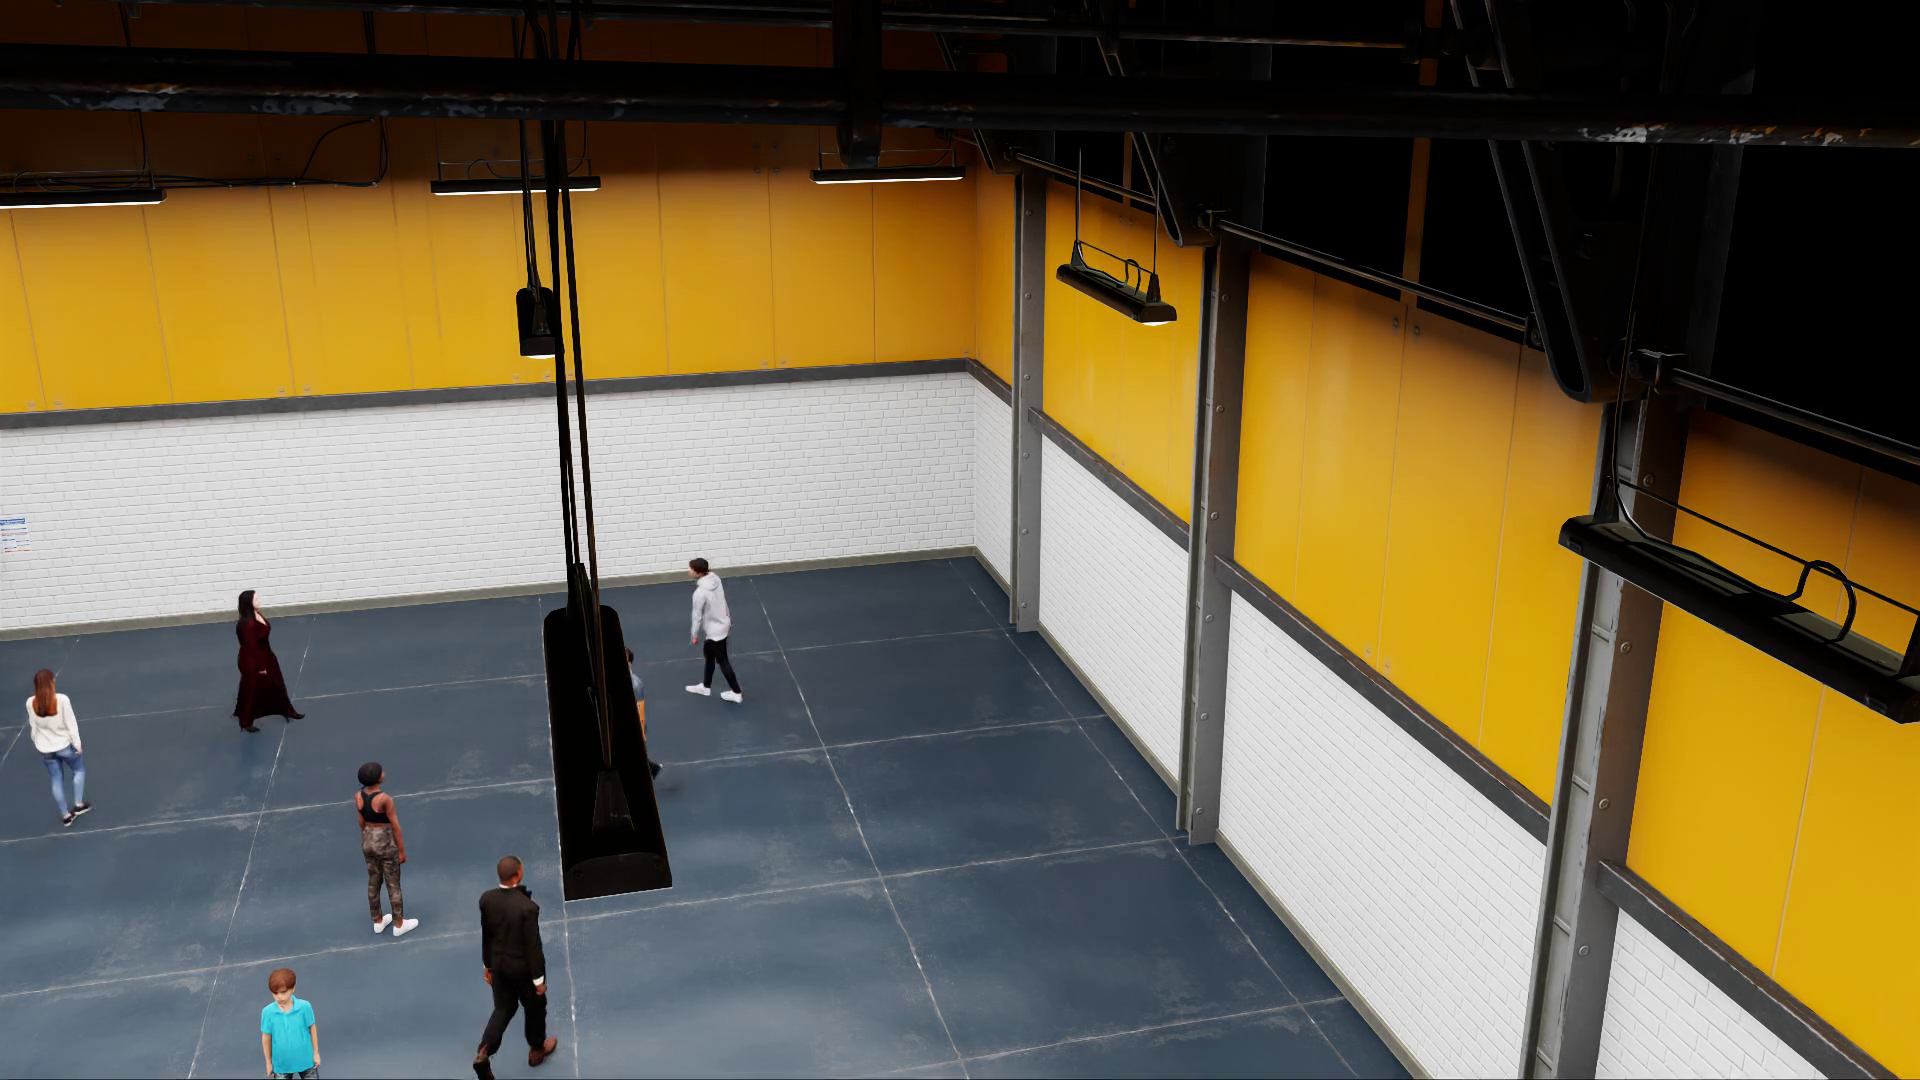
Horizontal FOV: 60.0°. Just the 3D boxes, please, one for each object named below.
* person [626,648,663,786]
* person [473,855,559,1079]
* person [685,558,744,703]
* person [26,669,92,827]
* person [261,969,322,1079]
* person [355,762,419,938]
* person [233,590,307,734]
[{"bbox_3d":[-3.378,1.946,17.373,0.971,1.794,0.984,16,24,39],"label":"person"},{"bbox_3d":[-3.515,3.385,12.963,1.099,1.882,1.249,7,20,19],"label":"person"},{"bbox_3d":[-2.849,1.079,19.834,1.086,1.867,1.079,8,20,22],"label":"person"},{"bbox_3d":[-9.226,2.146,16.959,0.674,1.679,0.662,-2,19,-6],"label":"person"},{"bbox_3d":[-4.948,3.823,12.339,0.532,1.449,0.485,-6,20,-18],"label":"person"},{"bbox_3d":[-5.241,2.779,15.045,0.663,1.700,0.693,6,20,18],"label":"person"},{"bbox_3d":[-8.162,1.417,19.048,0.735,1.728,0.912,-5,19,-13],"label":"person"}]
